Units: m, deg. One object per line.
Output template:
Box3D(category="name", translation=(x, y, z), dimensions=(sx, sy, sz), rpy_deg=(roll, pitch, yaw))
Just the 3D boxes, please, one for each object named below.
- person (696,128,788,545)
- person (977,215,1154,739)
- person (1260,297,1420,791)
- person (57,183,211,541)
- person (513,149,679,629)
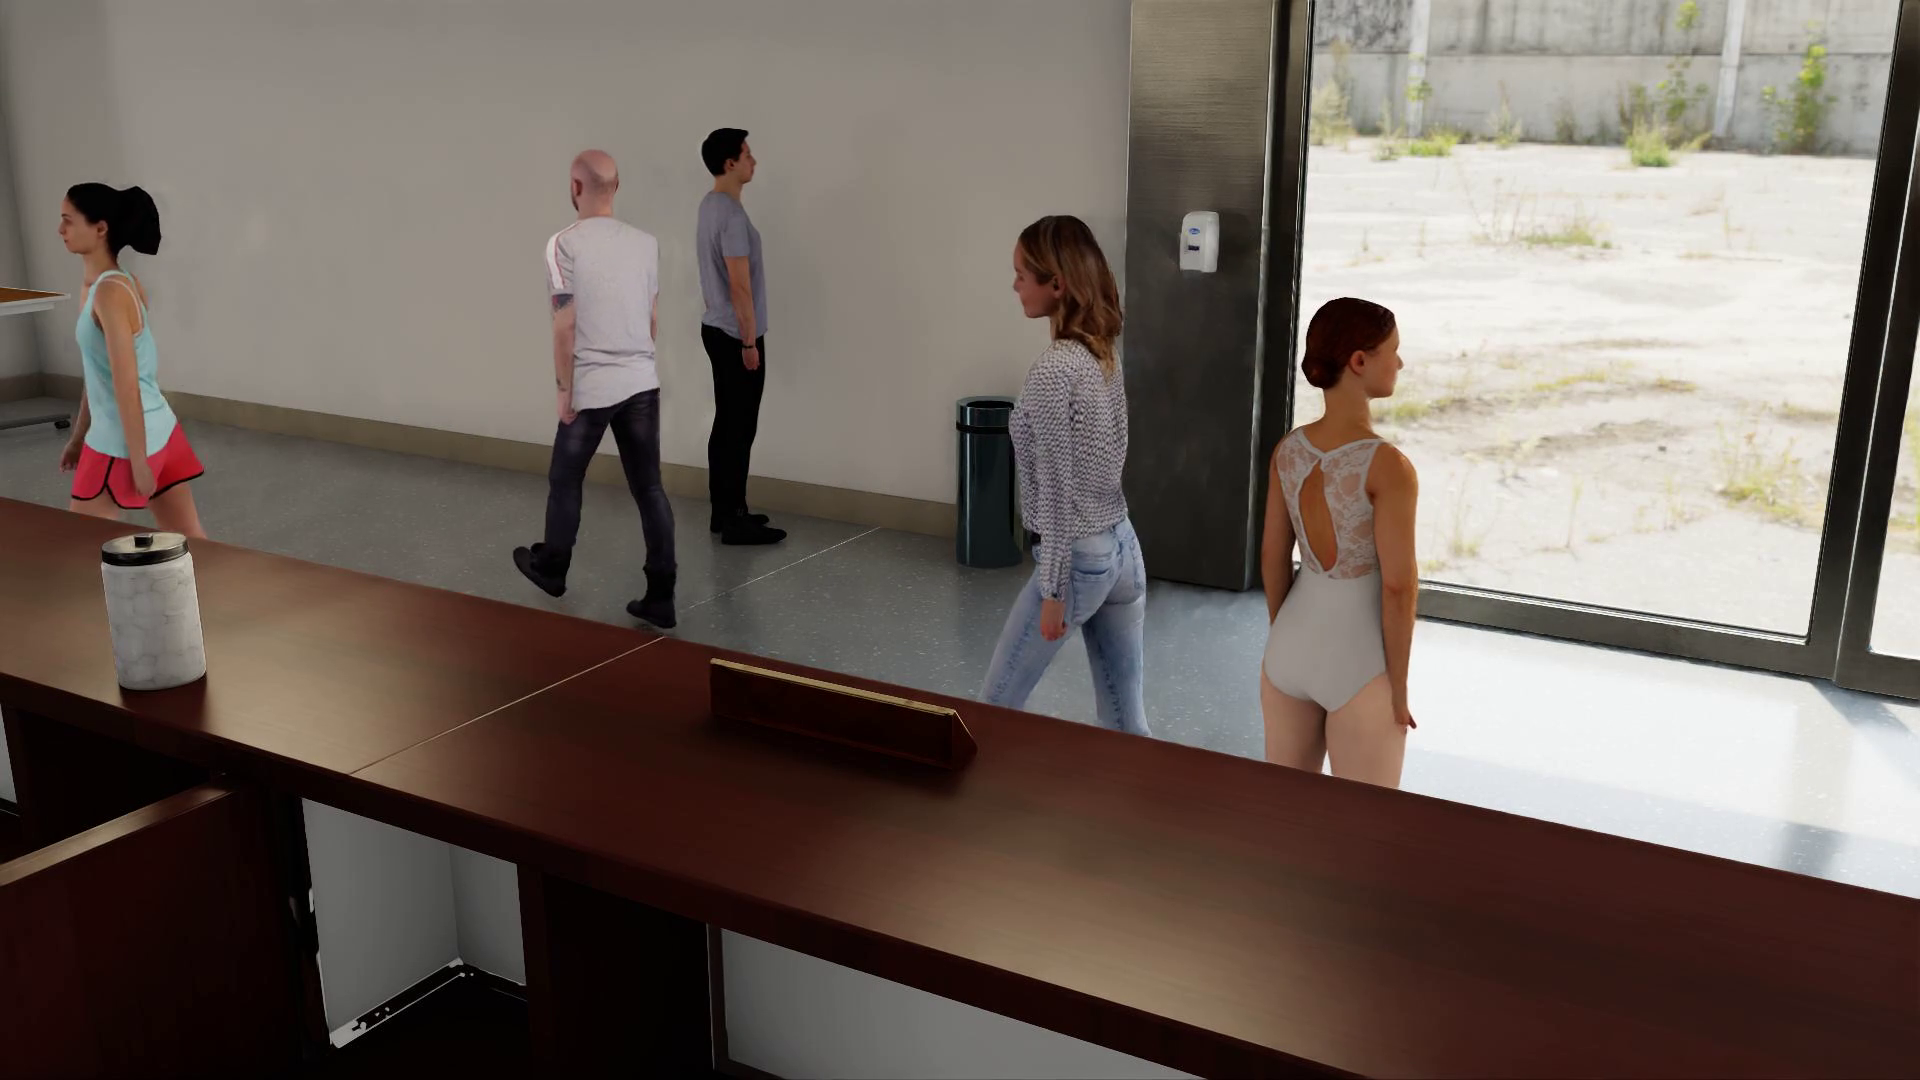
Box3D(category="person", translation=(-1.042, -0.926, 7.599), dimensions=(0.769, 1.863, 0.745), rpy_deg=(-6, 17, -21))
Box3D(category="person", translation=(0.364, 0.134, 4.026), dimensions=(0.715, 1.762, 0.907), rpy_deg=(10, 19, 33))
Box3D(category="person", translation=(0.830, 0.284, 3.711), dimensions=(0.594, 1.643, 0.609), rpy_deg=(-12, 20, -37))
Box3D(category="person", translation=(-2.687, -0.284, 5.597), dimensions=(1.182, 1.713, 1.083), rpy_deg=(-5, 17, -17))
Box3D(category="person", translation=(-1.282, -0.526, 6.313), dimensions=(1.157, 1.792, 0.971), rpy_deg=(-15, 21, -42))
